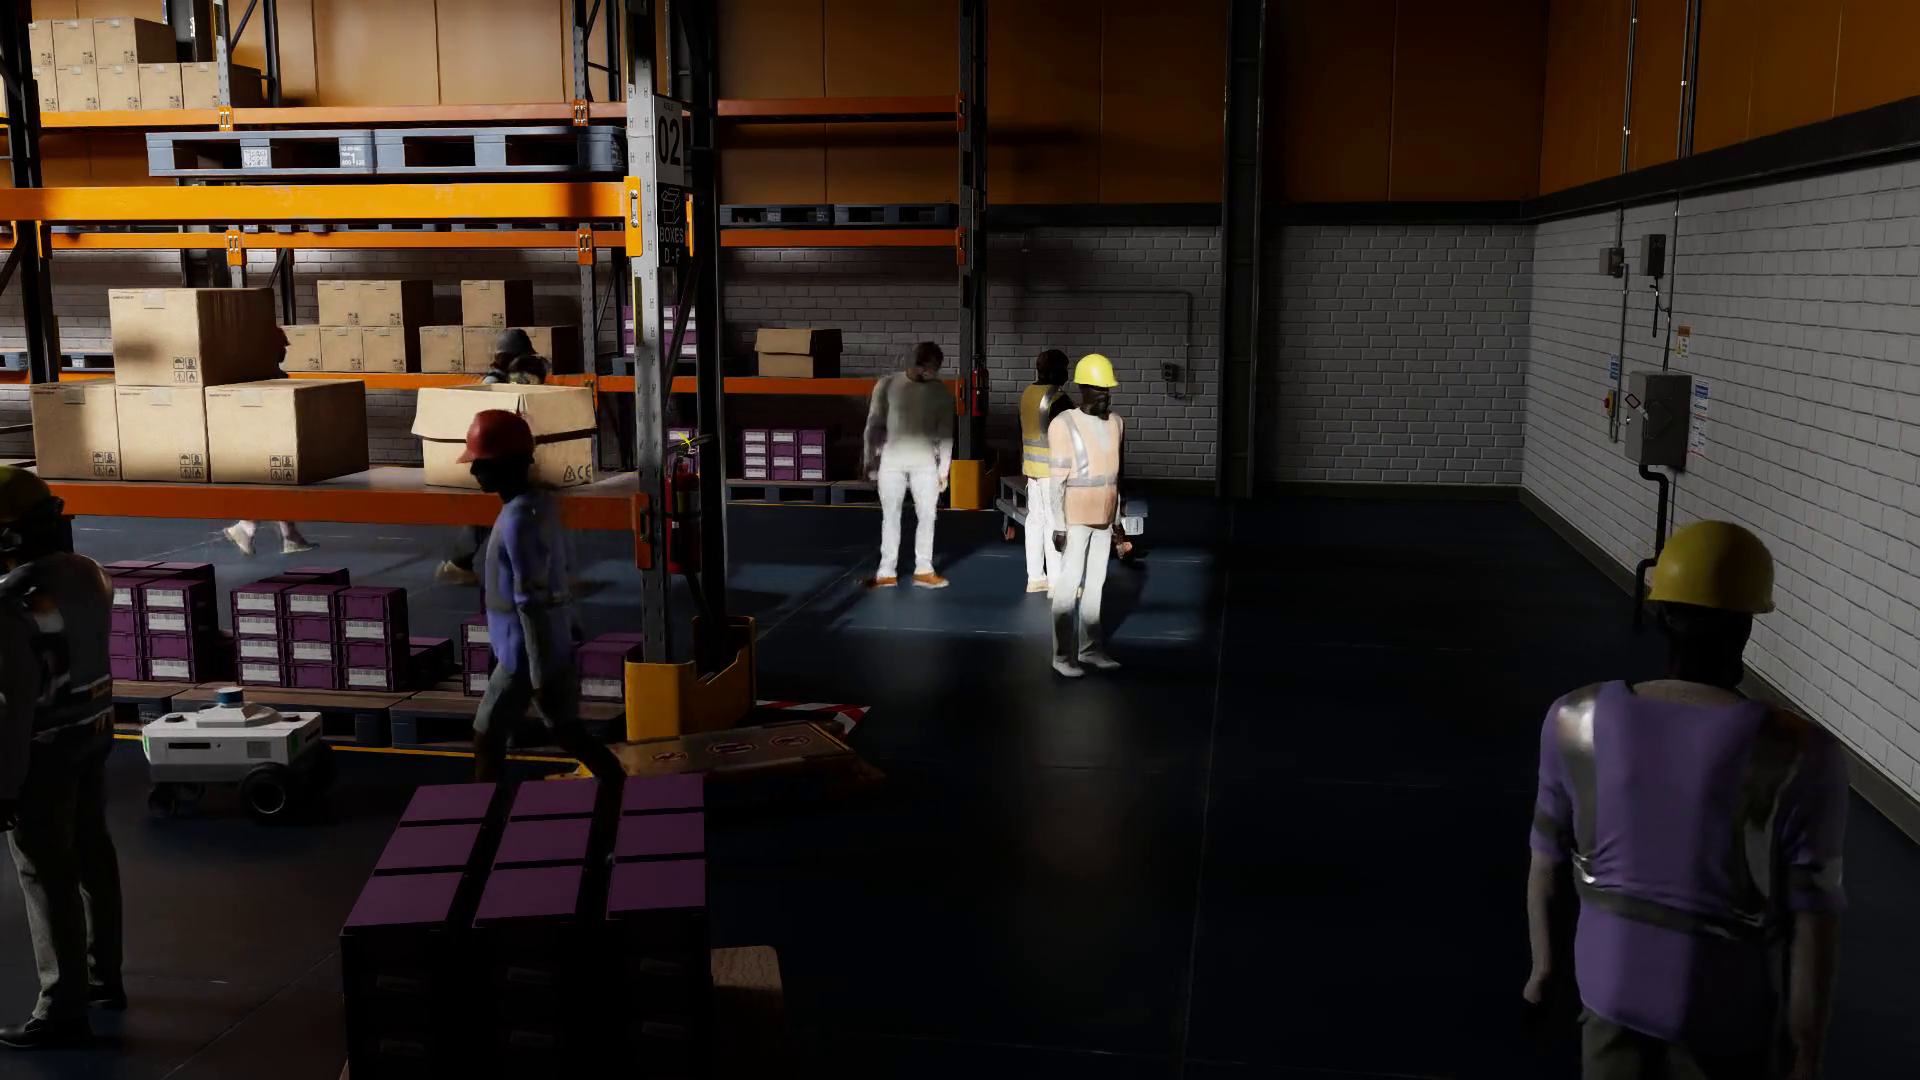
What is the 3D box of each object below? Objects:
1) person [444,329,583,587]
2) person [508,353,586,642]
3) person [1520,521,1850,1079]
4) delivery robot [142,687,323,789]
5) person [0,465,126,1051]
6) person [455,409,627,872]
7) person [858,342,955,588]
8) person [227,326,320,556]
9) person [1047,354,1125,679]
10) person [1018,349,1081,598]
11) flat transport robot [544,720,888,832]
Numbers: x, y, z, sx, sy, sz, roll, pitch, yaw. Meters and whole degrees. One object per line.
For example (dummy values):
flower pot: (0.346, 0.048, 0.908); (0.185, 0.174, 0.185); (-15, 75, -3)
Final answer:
person: (-3.468, -0.644, 12.681); (1.011, 2.000, 0.678); (2, 9, 14)
person: (-2.571, -0.173, 10.131); (0.438, 1.919, 0.657); (2, 9, 11)
person: (1.462, 0.913, 3.395); (0.607, 1.924, 0.398); (8, 12, 39)
delivery robot: (-3.237, 0.899, 7.414); (0.707, 0.478, 0.477); (0, 9, -1)
person: (-2.865, 0.670, 5.196); (0.403, 1.825, 0.586); (0, 9, -1)
person: (-1.639, 0.420, 6.541); (0.977, 1.898, 0.549); (-1, 9, -3)
person: (-0.425, -0.550, 12.591); (0.766, 1.900, 0.371); (-1, 9, -3)
person: (-5.844, -0.826, 14.041); (0.619, 1.972, 0.762); (8, 12, 39)
person: (0.778, -0.147, 9.948); (0.594, 1.924, 0.382); (-8, 12, -42)
person: (0.684, -0.492, 12.354); (0.429, 1.844, 0.627); (-5, 10, -28)
flat transport robot: (-1.114, 1.056, 7.606); (1.431, 0.197, 0.652); (-4, 10, -25)
